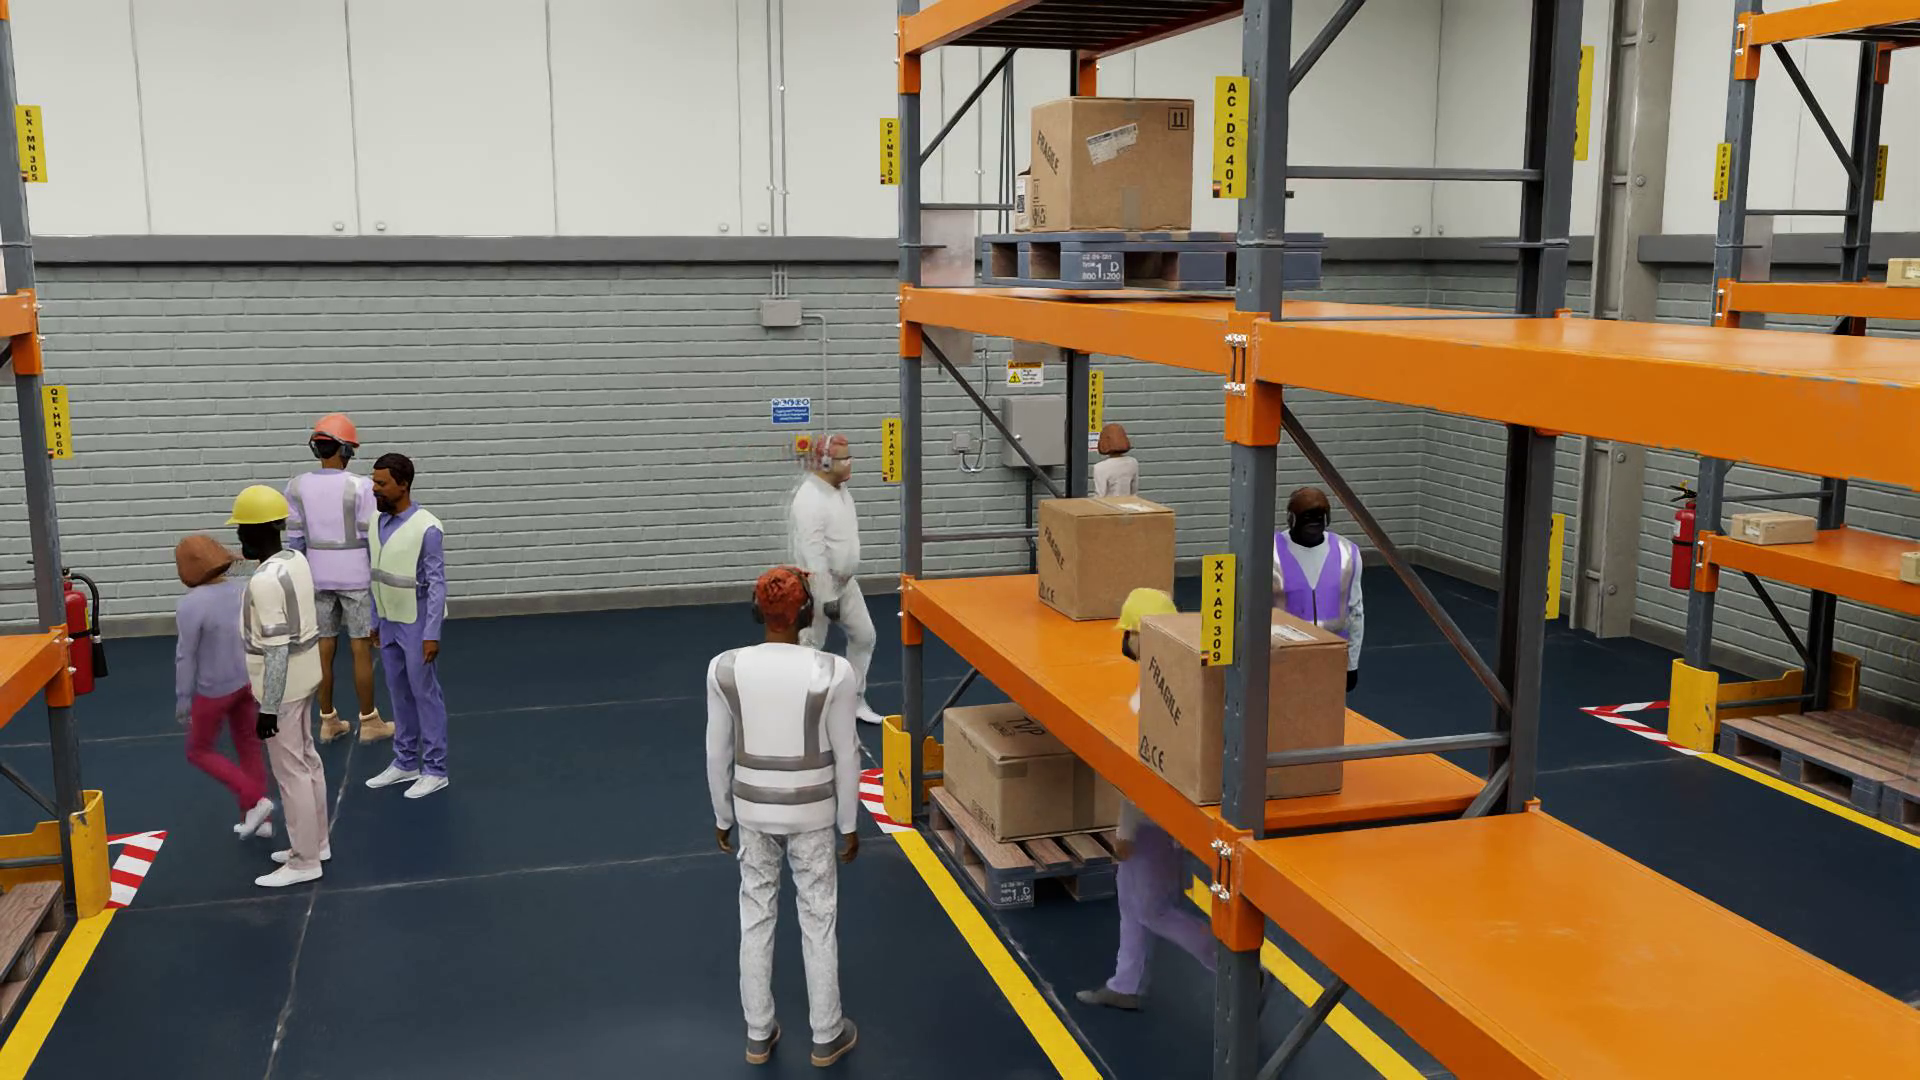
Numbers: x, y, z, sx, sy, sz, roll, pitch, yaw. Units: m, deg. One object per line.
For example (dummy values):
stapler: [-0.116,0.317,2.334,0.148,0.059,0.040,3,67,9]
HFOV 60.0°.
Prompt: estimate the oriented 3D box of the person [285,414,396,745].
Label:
person: [-3.780,0.245,10.190,0.605,2.037,0.388,2,10,9]

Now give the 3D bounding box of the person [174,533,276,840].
person: [-3.716,0.765,8.414,0.397,1.616,0.588,3,10,17]

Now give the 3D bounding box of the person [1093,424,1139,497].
person: [1.238,-0.123,13.426,0.500,1.636,0.284,-10,14,-44]

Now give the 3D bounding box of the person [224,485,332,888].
person: [-3.257,0.694,7.942,0.382,1.924,0.594,-1,10,-8]

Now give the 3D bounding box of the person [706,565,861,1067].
person: [-0.647,1.027,6.172,0.574,1.882,0.358,2,10,10]

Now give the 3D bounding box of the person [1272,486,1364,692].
person: [1.775,0.628,8.594,0.626,1.837,0.429,0,10,-3]

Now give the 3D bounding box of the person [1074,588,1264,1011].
person: [0.821,1.053,6.430,0.715,1.741,0.541,3,10,16]

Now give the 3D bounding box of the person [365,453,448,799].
person: [-3.077,0.465,9.268,0.587,1.920,0.392,7,12,36]

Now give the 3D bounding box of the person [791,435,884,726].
person: [-0.767,0.292,10.348,0.702,1.887,0.649,4,11,21]
